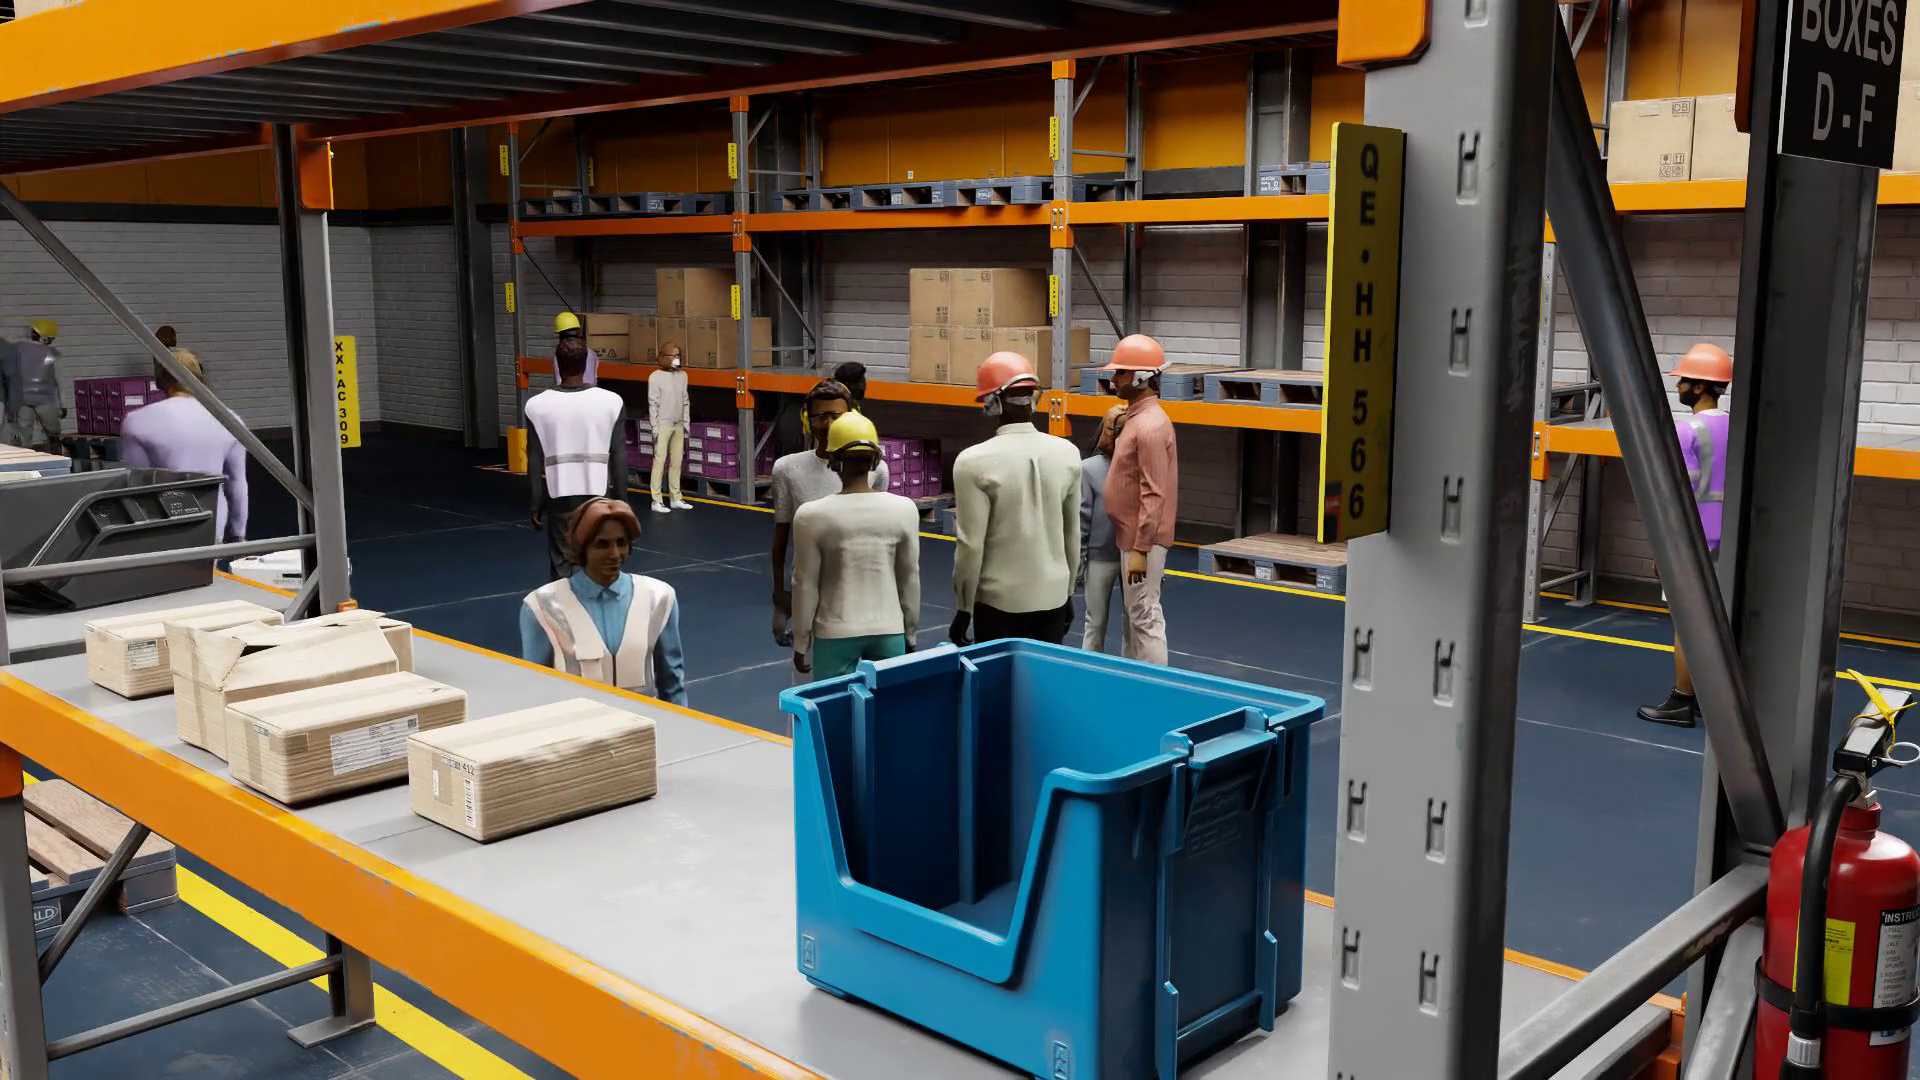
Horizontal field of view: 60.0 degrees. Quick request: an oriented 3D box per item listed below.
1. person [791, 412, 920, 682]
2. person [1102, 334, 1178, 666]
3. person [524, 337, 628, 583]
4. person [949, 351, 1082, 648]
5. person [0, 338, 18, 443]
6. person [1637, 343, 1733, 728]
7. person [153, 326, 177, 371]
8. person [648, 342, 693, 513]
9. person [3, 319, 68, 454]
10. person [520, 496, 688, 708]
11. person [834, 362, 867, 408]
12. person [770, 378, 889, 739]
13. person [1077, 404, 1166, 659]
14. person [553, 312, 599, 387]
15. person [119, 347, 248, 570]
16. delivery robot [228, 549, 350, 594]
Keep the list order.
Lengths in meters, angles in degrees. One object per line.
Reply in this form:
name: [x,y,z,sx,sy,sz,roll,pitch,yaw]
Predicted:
person: [-0.415,0.376,6.583,0.526,1.760,0.341,-4,10,-21]
person: [0.883,-0.015,8.243,0.377,1.995,0.608,0,9,1]
person: [-2.287,-0.251,9.970,0.599,1.910,0.385,-2,10,-14]
person: [0.215,0.231,6.767,0.612,1.984,0.407,-6,11,-32]
person: [-9.810,-1.359,16.717,0.662,1.918,0.431,-2,10,-14]
person: [3.723,-0.020,8.435,0.549,1.942,0.347,-6,11,-34]
person: [-9.607,-1.778,20.184,0.500,1.629,0.273,8,12,41]
person: [-2.775,-1.076,15.890,0.284,1.627,0.493,6,11,35]
person: [-10.031,-1.493,17.982,0.698,1.783,0.406,-3,10,-17]
person: [-1.087,0.675,5.129,0.517,1.633,0.313,-5,10,-27]
person: [-0.712,-0.408,11.645,0.715,1.671,0.548,-2,10,-14]
person: [-0.532,0.263,6.921,0.520,1.874,0.332,-2,9,-10]
person: [0.817,0.120,8.524,0.500,1.633,0.280,-2,9,-10]
person: [-3.534,-1.118,15.238,0.383,1.920,0.585,4,10,21]
person: [-4.033,-0.055,8.755,0.821,1.914,0.633,7,11,36]
delivery robot: [-4.371,0.230,10.858,0.707,0.478,0.477,1,9,5]
